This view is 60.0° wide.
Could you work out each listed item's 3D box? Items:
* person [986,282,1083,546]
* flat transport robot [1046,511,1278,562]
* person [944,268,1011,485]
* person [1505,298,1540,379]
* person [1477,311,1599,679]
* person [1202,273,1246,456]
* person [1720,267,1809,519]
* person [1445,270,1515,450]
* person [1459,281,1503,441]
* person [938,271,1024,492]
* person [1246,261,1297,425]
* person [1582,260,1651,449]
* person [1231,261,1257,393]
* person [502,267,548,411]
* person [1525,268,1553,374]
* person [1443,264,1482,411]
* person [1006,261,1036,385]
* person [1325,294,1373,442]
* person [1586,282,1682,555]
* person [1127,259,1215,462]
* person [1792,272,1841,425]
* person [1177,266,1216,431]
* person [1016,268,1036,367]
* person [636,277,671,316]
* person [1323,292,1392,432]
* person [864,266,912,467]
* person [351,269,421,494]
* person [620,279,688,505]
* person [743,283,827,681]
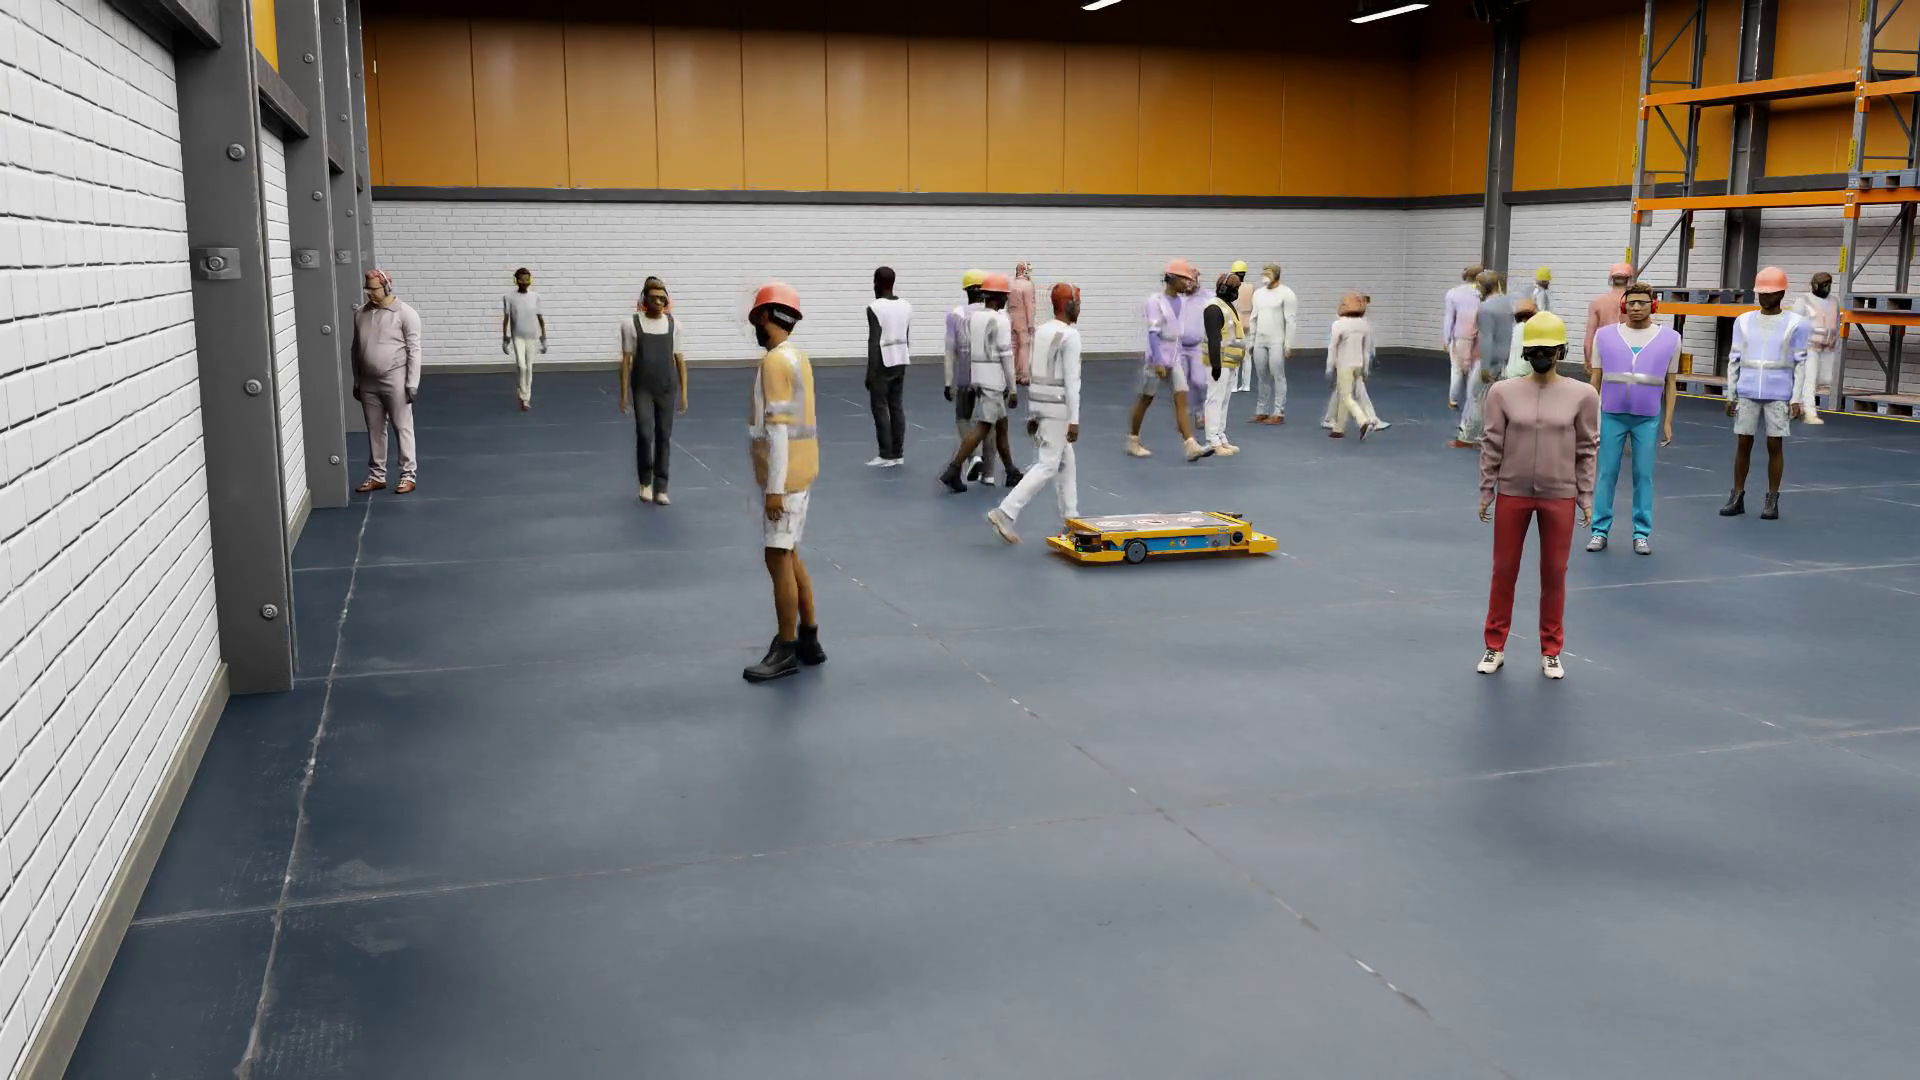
[{"bbox_3d":[0.571,-0.890,11.756,0.898,1.847,0.601,-4,11,-22],"label":"person"},{"bbox_3d":[1.366,-0.035,11.305,1.431,0.197,0.652,-3,10,-17],"label":"flat transport robot"},{"bbox_3d":[0.145,-1.427,14.637,0.645,1.901,0.490,-3,10,-15],"label":"person"},{"bbox_3d":[5.429,-1.523,16.058,0.309,1.611,0.608,2,10,13],"label":"person"},{"bbox_3d":[2.762,-0.207,7.977,0.533,1.767,0.327,4,10,20],"label":"person"},{"bbox_3d":[2.675,-1.775,16.857,0.430,1.838,0.619,4,11,23],"label":"person"},{"bbox_3d":[6.174,-1.122,12.785,0.552,1.932,0.377,8,13,38],"label":"person"},{"bbox_3d":[5.464,-1.803,16.931,0.652,1.879,1.000,-9,13,-43],"label":"person"},{"bbox_3d":[5.600,-1.926,17.946,0.461,1.747,0.568,7,12,36],"label":"person"},{"bbox_3d":[0.223,-1.349,14.255,0.981,1.896,0.557,-6,11,-29],"label":"person"},{"bbox_3d":[3.706,-2.340,19.827,0.352,1.937,0.635,-8,13,-39],"label":"person"},{"bbox_3d":[6.785,-1.899,17.178,0.660,1.969,0.612,3,10,18],"label":"person"},{"bbox_3d":[4.066,-3.110,24.316,0.588,1.927,0.369,-5,11,-29],"label":"person"},{"bbox_3d":[-5.596,-2.581,21.465,0.563,1.849,0.604,-6,12,-33],"label":"person"},{"bbox_3d":[9.212,-3.430,26.581,0.405,1.795,0.639,-1,10,-6],"label":"person"},{"bbox_3d":[6.453,-2.541,21.112,0.653,1.891,0.984,2,10,12],"label":"person"},{"bbox_3d":[0.981,-3.352,25.777,0.400,1.910,0.643,-6,11,-29],"label":"person"},{"bbox_3d":[4.266,-1.861,18.067,0.512,1.604,0.766,-5,11,-29],"label":"person"},{"bbox_3d":[4.571,-0.825,11.328,0.567,1.843,0.389,4,11,22],"label":"person"},{"bbox_3d":[2.056,-1.755,16.335,0.641,1.966,1.087,-8,13,-39],"label":"person"},{"bbox_3d":[10.248,-2.311,20.002,0.633,1.822,0.650,-2,10,-10],"label":"person"},{"bbox_3d":[2.626,-2.184,19.044,0.675,1.892,0.428,4,11,21],"label":"person"},{"bbox_3d":[1.144,-4.031,29.906,0.430,1.841,0.624,-2,10,-9],"label":"person"},{"bbox_3d":[-4.860,-3.313,26.242,0.549,1.650,0.854,-5,11,-28],"label":"person"},{"bbox_3d":[4.538,-2.022,18.976,0.868,1.586,0.506,7,12,35],"label":"person"},{"bbox_3d":[-0.691,-1.661,15.959,0.403,1.919,0.595,7,12,36],"label":"person"},{"bbox_3d":[-4.901,-1.340,14.152,0.639,1.902,0.406,3,10,15],"label":"person"},{"bbox_3d":[-2.467,-1.183,13.437,0.548,1.832,0.404,-4,11,-24],"label":"person"},{"bbox_3d":[-0.842,-0.282,8.062,0.387,1.893,0.636,0,10,3],"label":"person"}]
